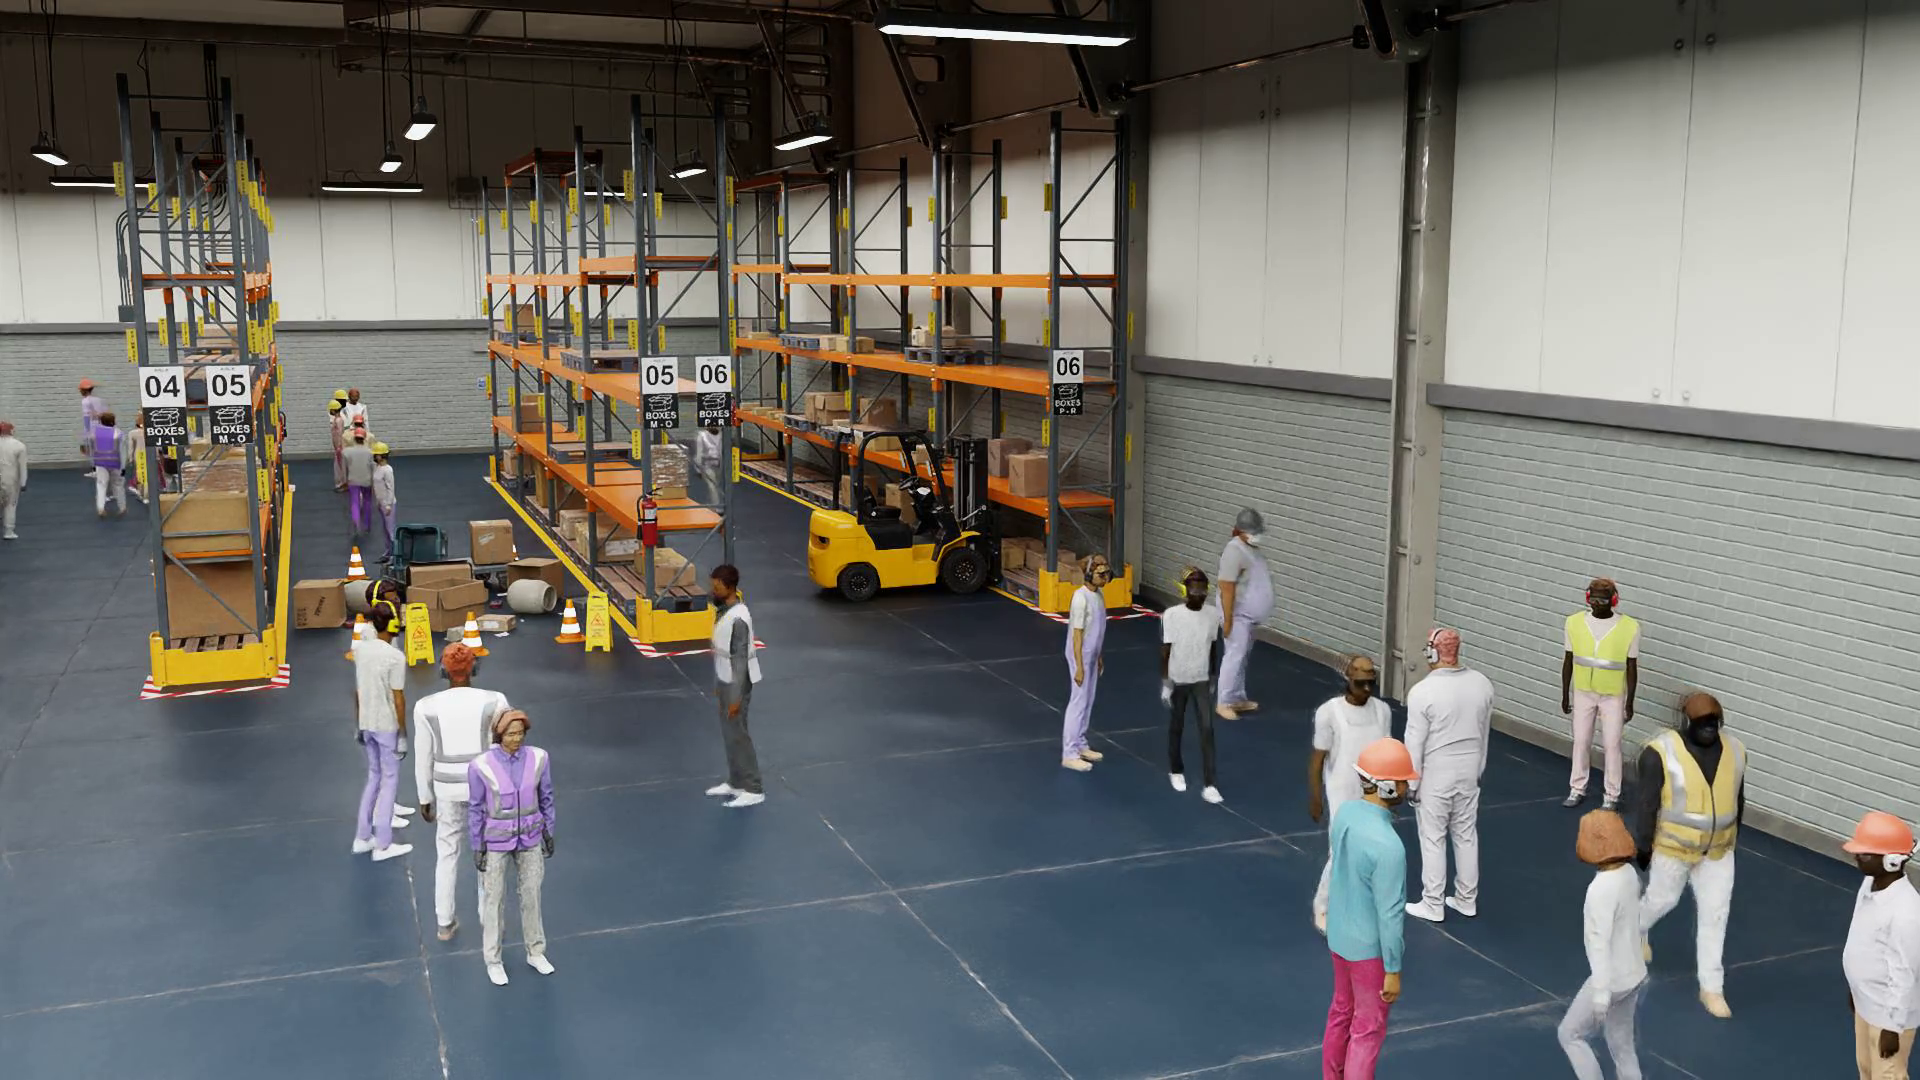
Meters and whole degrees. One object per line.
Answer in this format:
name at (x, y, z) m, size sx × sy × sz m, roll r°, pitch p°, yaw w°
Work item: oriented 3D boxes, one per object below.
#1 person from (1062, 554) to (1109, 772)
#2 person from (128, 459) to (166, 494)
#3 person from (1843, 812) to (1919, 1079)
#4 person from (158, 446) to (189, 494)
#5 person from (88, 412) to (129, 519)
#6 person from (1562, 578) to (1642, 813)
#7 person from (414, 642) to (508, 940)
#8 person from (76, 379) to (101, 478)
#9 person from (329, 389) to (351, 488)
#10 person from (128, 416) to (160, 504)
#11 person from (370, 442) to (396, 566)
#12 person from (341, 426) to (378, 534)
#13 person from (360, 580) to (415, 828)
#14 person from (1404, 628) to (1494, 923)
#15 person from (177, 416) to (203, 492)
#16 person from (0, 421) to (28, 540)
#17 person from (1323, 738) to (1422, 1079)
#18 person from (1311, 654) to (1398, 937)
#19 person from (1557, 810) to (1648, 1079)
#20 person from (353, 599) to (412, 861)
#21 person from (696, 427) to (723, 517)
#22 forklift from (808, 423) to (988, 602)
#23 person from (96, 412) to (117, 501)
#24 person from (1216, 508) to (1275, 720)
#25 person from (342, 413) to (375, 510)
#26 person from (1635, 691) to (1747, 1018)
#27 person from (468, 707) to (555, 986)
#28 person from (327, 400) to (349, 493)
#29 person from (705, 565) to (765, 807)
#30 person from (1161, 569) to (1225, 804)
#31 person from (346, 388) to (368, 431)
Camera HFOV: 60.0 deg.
person at (1.065, 1.016, 13.935) m, size 0.370 × 1.833 × 0.519 m, roll 4°, pitch 10°, yaw 22°
person at (-15.407, -1.666, 31.595) m, size 0.899 × 1.578 × 0.510 m, roll -8°, pitch 12°, yaw -41°
person at (4.136, 2.076, 7.523) m, size 0.361 × 1.742 × 0.565 m, roll 2°, pitch 9°, yaw 14°
person at (-12.541, -1.113, 26.649) m, size 0.606 × 2.044 × 0.374 m, roll 4°, pitch 10°, yaw 22°
person at (-14.584, -1.282, 28.470) m, size 0.621 × 1.806 × 0.929 m, roll -2°, pitch 9°, yaw -11°
person at (4.927, 1.190, 12.819) m, size 0.560 × 1.837 × 0.389 m, roll 6°, pitch 11°, yaw 34°
person at (-3.074, 1.560, 10.349) m, size 0.588 × 1.879 × 0.364 m, roll -2°, pitch 9°, yaw -10°
person at (-17.725, -2.259, 33.898) m, size 0.437 × 2.030 × 0.642 m, roll -1°, pitch 9°, yaw -5°
person at (-12.028, -1.969, 32.395) m, size 0.368 × 1.927 × 0.589 m, roll 1°, pitch 9°, yaw 7°
person at (-14.855, -1.473, 30.327) m, size 0.513 × 1.586 × 0.792 m, roll -3°, pitch 9°, yaw -16°
person at (-8.215, -0.510, 23.716) m, size 0.316 × 1.769 × 0.524 m, roll -7°, pitch 11°, yaw -36°
person at (-9.564, -0.940, 26.522) m, size 0.559 × 1.734 × 0.699 m, roll -3°, pitch 10°, yaw -18°
person at (-4.322, 1.218, 12.519) m, size 0.312 × 1.869 × 0.537 m, roll -1°, pitch 9°, yaw -9°
person at (3.099, 1.502, 10.692) m, size 0.643 × 1.891 × 0.395 m, roll -4°, pitch 10°, yaw -22°
person at (-14.800, -1.863, 31.899) m, size 0.615 × 1.883 × 0.937 m, roll 3°, pitch 9°, yaw 15°
person at (-14.901, -0.909, 25.886) m, size 0.706 × 1.876 × 0.583 m, roll -2°, pitch 9°, yaw -14°
person at (1.949, 1.902, 7.871) m, size 0.406 × 1.987 × 0.608 m, roll -2°, pitch 9°, yaw -12°
person at (2.443, 1.600, 10.258) m, size 0.513 × 1.833 × 0.397 m, roll -3°, pitch 10°, yaw -20°
person at (3.068, 2.084, 7.873) m, size 0.446 × 1.609 × 0.556 m, roll 7°, pitch 11°, yaw 38°
person at (-4.110, 1.347, 11.825) m, size 0.532 × 1.844 × 0.410 m, roll 5°, pitch 10°, yaw 30°
person at (-4.100, -1.224, 28.144) m, size 0.595 × 1.788 × 0.903 m, roll -9°, pitch 13°, yaw -44°
forklift at (-0.830, -0.399, 21.676) m, size 2.313 × 2.155 × 1.214 m, roll -4°, pitch 10°, yaw -21°
person at (-15.669, -1.534, 30.553) m, size 0.307 × 1.643 × 0.514 m, roll 2°, pitch 9°, yaw 12°
person at (2.687, 0.653, 15.537) m, size 0.535 × 2.000 × 0.841 m, roll 5°, pitch 10°, yaw 26°
person at (-10.525, -1.360, 29.162) m, size 0.574 × 1.731 × 0.579 m, roll -5°, pitch 11°, yaw -31°
person at (4.170, 1.719, 9.571) m, size 0.626 × 1.812 × 0.875 m, roll 0°, pitch 9°, yaw -3°
person at (-2.620, 1.778, 9.750) m, size 0.515 × 1.634 × 0.312 m, roll -6°, pitch 11°, yaw -35°
person at (-11.872, -1.783, 31.738) m, size 0.330 × 1.765 × 0.533 m, roll -3°, pitch 10°, yaw -21°
person at (-1.771, 1.127, 13.031) m, size 0.435 × 1.895 × 0.640 m, roll -3°, pitch 10°, yaw -19°
person at (1.825, 1.149, 13.084) m, size 0.531 × 1.829 × 0.917 m, roll -1°, pitch 9°, yaw -8°
person at (-12.170, -2.104, 33.407) m, size 0.584 × 1.880 × 0.379 m, roll -8°, pitch 12°, yaw -42°
